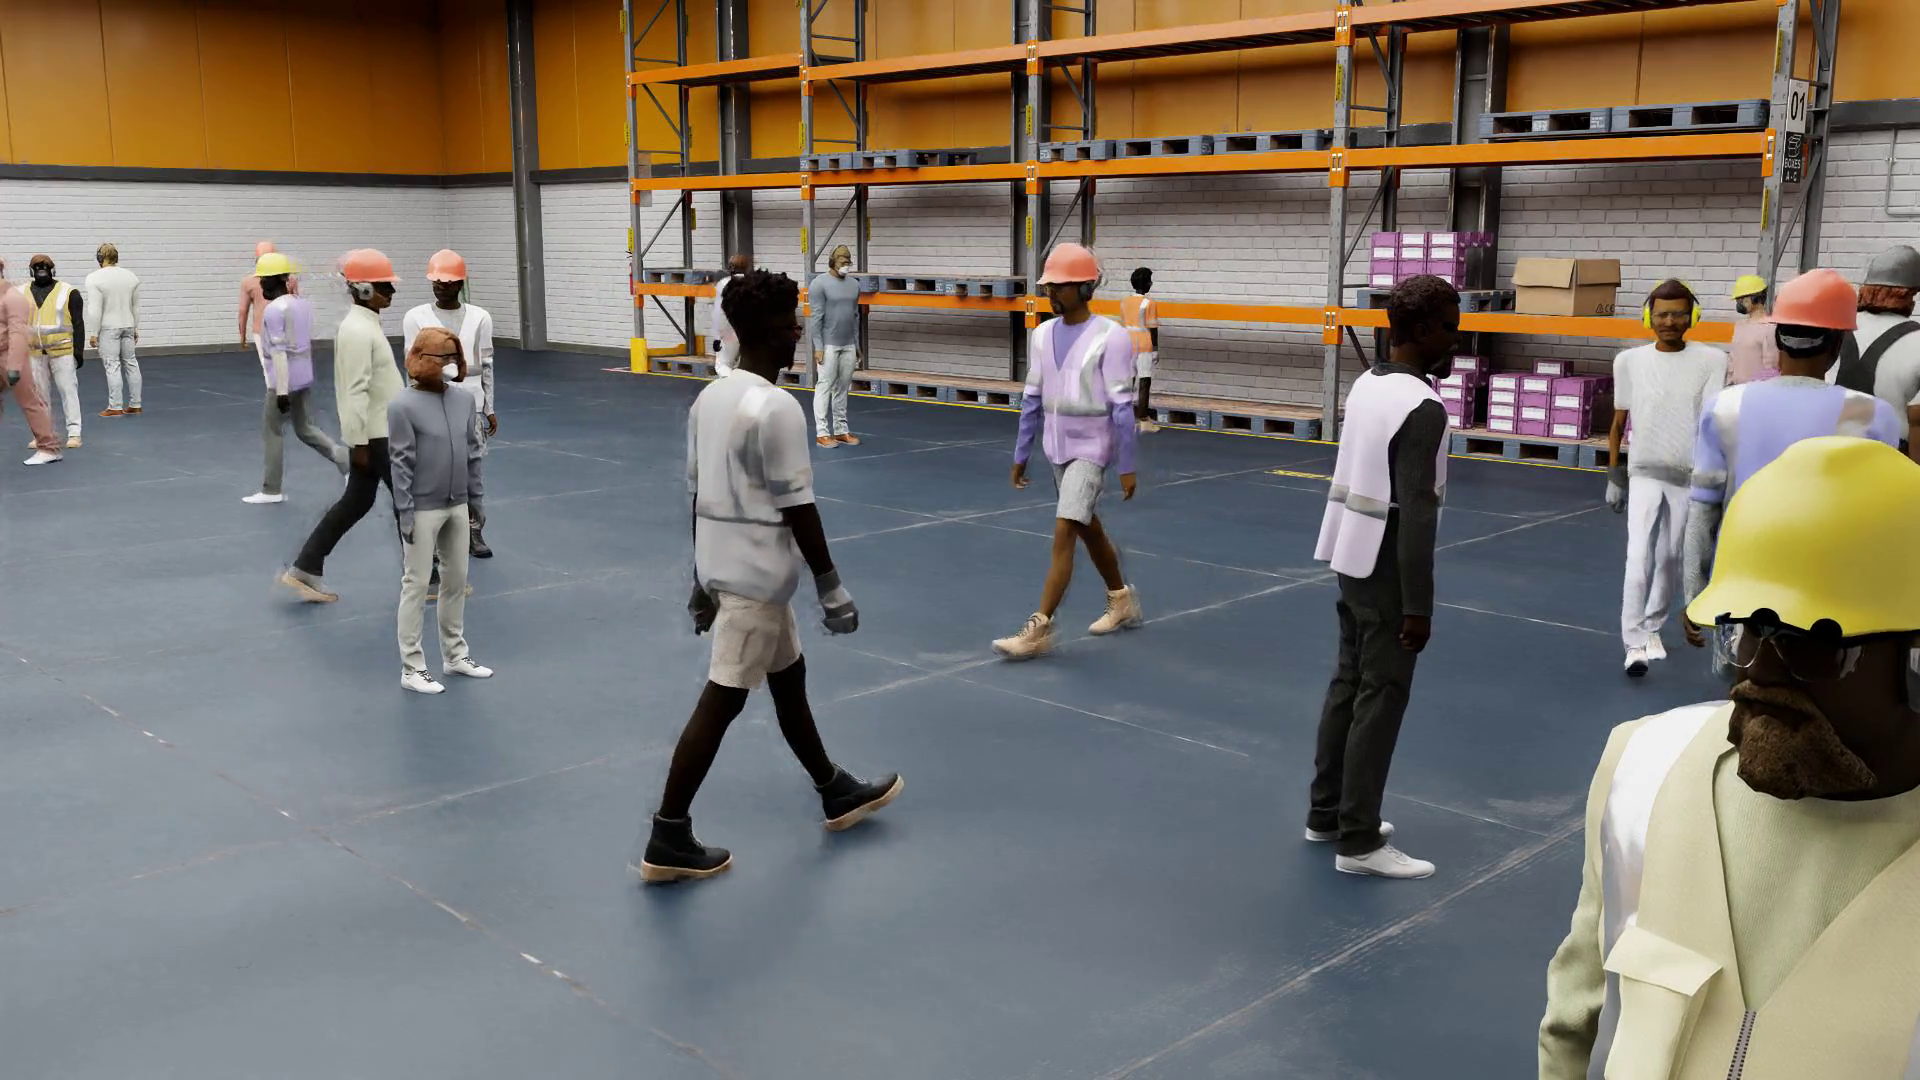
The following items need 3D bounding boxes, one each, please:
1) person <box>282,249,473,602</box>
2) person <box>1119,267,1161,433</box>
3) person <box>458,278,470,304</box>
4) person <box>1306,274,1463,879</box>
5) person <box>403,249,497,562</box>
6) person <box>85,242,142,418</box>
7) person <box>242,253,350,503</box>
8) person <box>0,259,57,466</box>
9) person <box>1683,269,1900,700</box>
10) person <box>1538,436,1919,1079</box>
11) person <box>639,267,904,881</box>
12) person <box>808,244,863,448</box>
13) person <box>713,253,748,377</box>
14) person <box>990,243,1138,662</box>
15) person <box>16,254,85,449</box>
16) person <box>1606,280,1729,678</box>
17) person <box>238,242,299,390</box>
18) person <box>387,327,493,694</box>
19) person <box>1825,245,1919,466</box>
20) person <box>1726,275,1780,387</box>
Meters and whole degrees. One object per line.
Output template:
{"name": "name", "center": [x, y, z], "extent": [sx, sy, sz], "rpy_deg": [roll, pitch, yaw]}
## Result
{"name": "person", "center": [-3.269, -0.609, 9.108], "extent": [0.973, 1.958, 0.623], "rpy_deg": [-3, 11, -18]}
{"name": "person", "center": [1.848, -1.945, 17.087], "extent": [0.318, 1.697, 0.535], "rpy_deg": [-8, 13, -37]}
{"name": "person", "center": [-8.837, -4.118, 29.113], "extent": [0.502, 1.631, 0.284], "rpy_deg": [-5, 11, -23]}
{"name": "person", "center": [1.354, 0.118, 5.296], "extent": [0.406, 1.905, 0.608], "rpy_deg": [-1, 10, -5]}
{"name": "person", "center": [-3.150, -0.829, 10.356], "extent": [0.547, 1.934, 0.376], "rpy_deg": [-6, 12, -29]}
{"name": "person", "center": [-9.403, -2.324, 18.496], "extent": [0.372, 1.940, 0.632], "rpy_deg": [5, 11, 24]}
{"name": "person", "center": [-5.002, -1.211, 12.553], "extent": [0.850, 1.901, 0.597], "rpy_deg": [0, 10, 1]}
{"name": "person", "center": [-8.348, -1.531, 14.390], "extent": [0.669, 1.850, 0.980], "rpy_deg": [5, 12, 26]}
{"name": "person", "center": [2.528, 0.147, 5.065], "extent": [0.557, 1.916, 0.500], "rpy_deg": [9, 14, 42]}
{"name": "person", "center": [0.864, 0.799, 1.754], "extent": [0.404, 1.829, 0.600], "rpy_deg": [-8, 13, -39]}
{"name": "person", "center": [-0.621, 0.105, 5.322], "extent": [1.021, 1.919, 0.602], "rpy_deg": [-6, 12, -28]}
{"name": "person", "center": [-1.179, -1.855, 15.956], "extent": [0.377, 1.933, 0.628], "rpy_deg": [9, 14, 41]}
{"name": "person", "center": [-2.438, -2.247, 18.381], "extent": [0.648, 1.827, 0.464], "rpy_deg": [-9, 14, -40]}
{"name": "person", "center": [0.555, -0.442, 8.119], "extent": [1.072, 1.987, 0.635], "rpy_deg": [-9, 13, -39]}
{"name": "person", "center": [-8.670, -1.788, 15.829], "extent": [0.633, 1.846, 0.429], "rpy_deg": [-2, 11, -8]}
{"name": "person", "center": [3.247, -0.271, 7.655], "extent": [0.504, 1.815, 0.982], "rpy_deg": [3, 11, 17]}
{"name": "person", "center": [-7.647, -2.312, 18.429], "extent": [0.644, 1.932, 1.048], "rpy_deg": [-7, 13, -34]}
{"name": "person", "center": [-2.326, -0.136, 7.429], "extent": [0.287, 1.626, 0.497], "rpy_deg": [5, 12, 27]}
{"name": "person", "center": [4.156, -0.374, 7.585], "extent": [1.055, 2.000, 0.690], "rpy_deg": [-9, 14, -40]}
{"name": "person", "center": [5.971, -1.100, 12.383], "extent": [0.601, 1.733, 0.567], "rpy_deg": [-1, 10, -4]}
